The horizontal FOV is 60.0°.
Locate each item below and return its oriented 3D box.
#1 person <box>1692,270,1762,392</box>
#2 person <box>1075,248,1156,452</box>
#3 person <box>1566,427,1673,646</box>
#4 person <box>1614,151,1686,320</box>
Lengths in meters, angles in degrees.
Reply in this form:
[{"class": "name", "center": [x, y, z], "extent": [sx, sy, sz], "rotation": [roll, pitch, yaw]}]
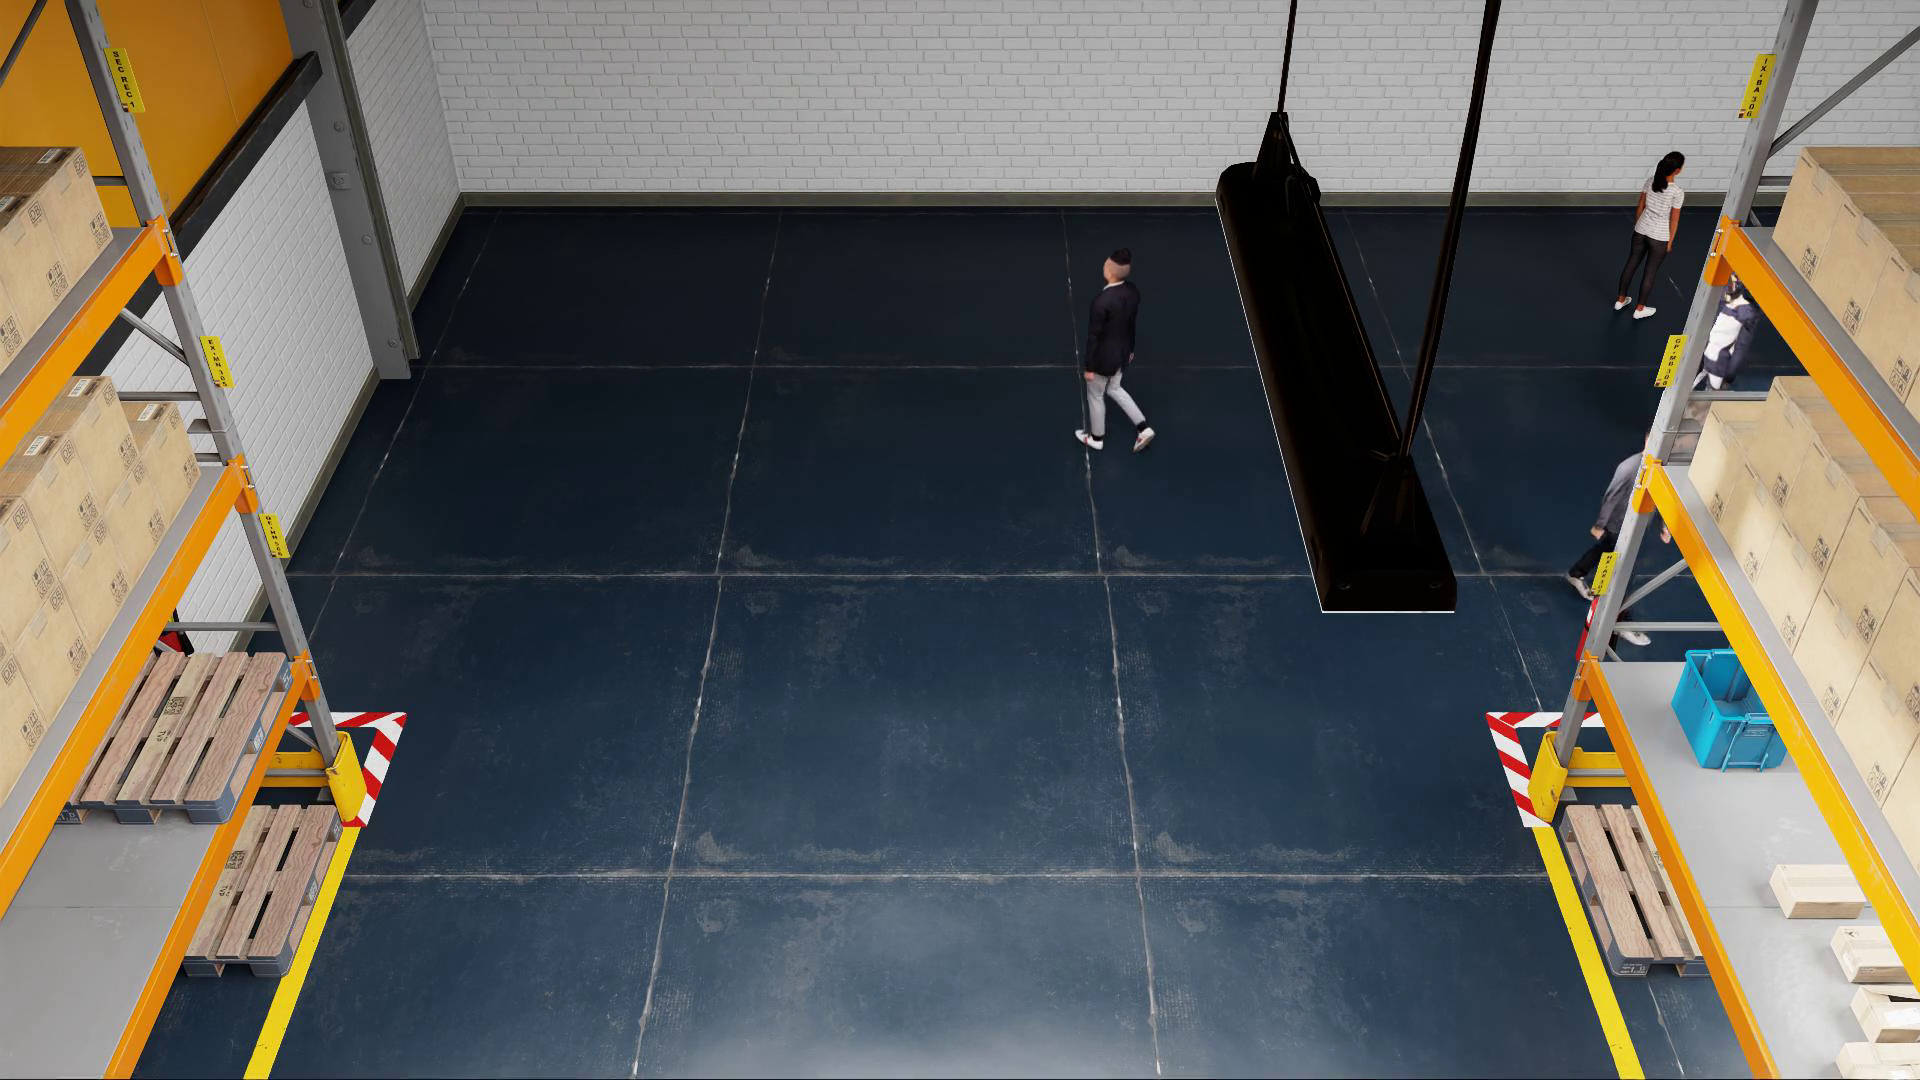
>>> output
[{"class": "person", "center": [6.244, -1.477, 13.670], "extent": [0.947, 1.877, 0.872], "rotation": [-21, 43, -24]}, {"class": "person", "center": [1.298, -1.503, 13.656], "extent": [1.118, 1.936, 1.071], "rotation": [29, 47, 32]}, {"class": "person", "center": [4.813, -0.159, 12.148], "extent": [1.002, 1.718, 1.213], "rotation": [-21, 43, -24]}, {"class": "person", "center": [6.501, -2.878, 15.610], "extent": [0.718, 1.646, 0.632], "rotation": [-24, 45, -27]}]
